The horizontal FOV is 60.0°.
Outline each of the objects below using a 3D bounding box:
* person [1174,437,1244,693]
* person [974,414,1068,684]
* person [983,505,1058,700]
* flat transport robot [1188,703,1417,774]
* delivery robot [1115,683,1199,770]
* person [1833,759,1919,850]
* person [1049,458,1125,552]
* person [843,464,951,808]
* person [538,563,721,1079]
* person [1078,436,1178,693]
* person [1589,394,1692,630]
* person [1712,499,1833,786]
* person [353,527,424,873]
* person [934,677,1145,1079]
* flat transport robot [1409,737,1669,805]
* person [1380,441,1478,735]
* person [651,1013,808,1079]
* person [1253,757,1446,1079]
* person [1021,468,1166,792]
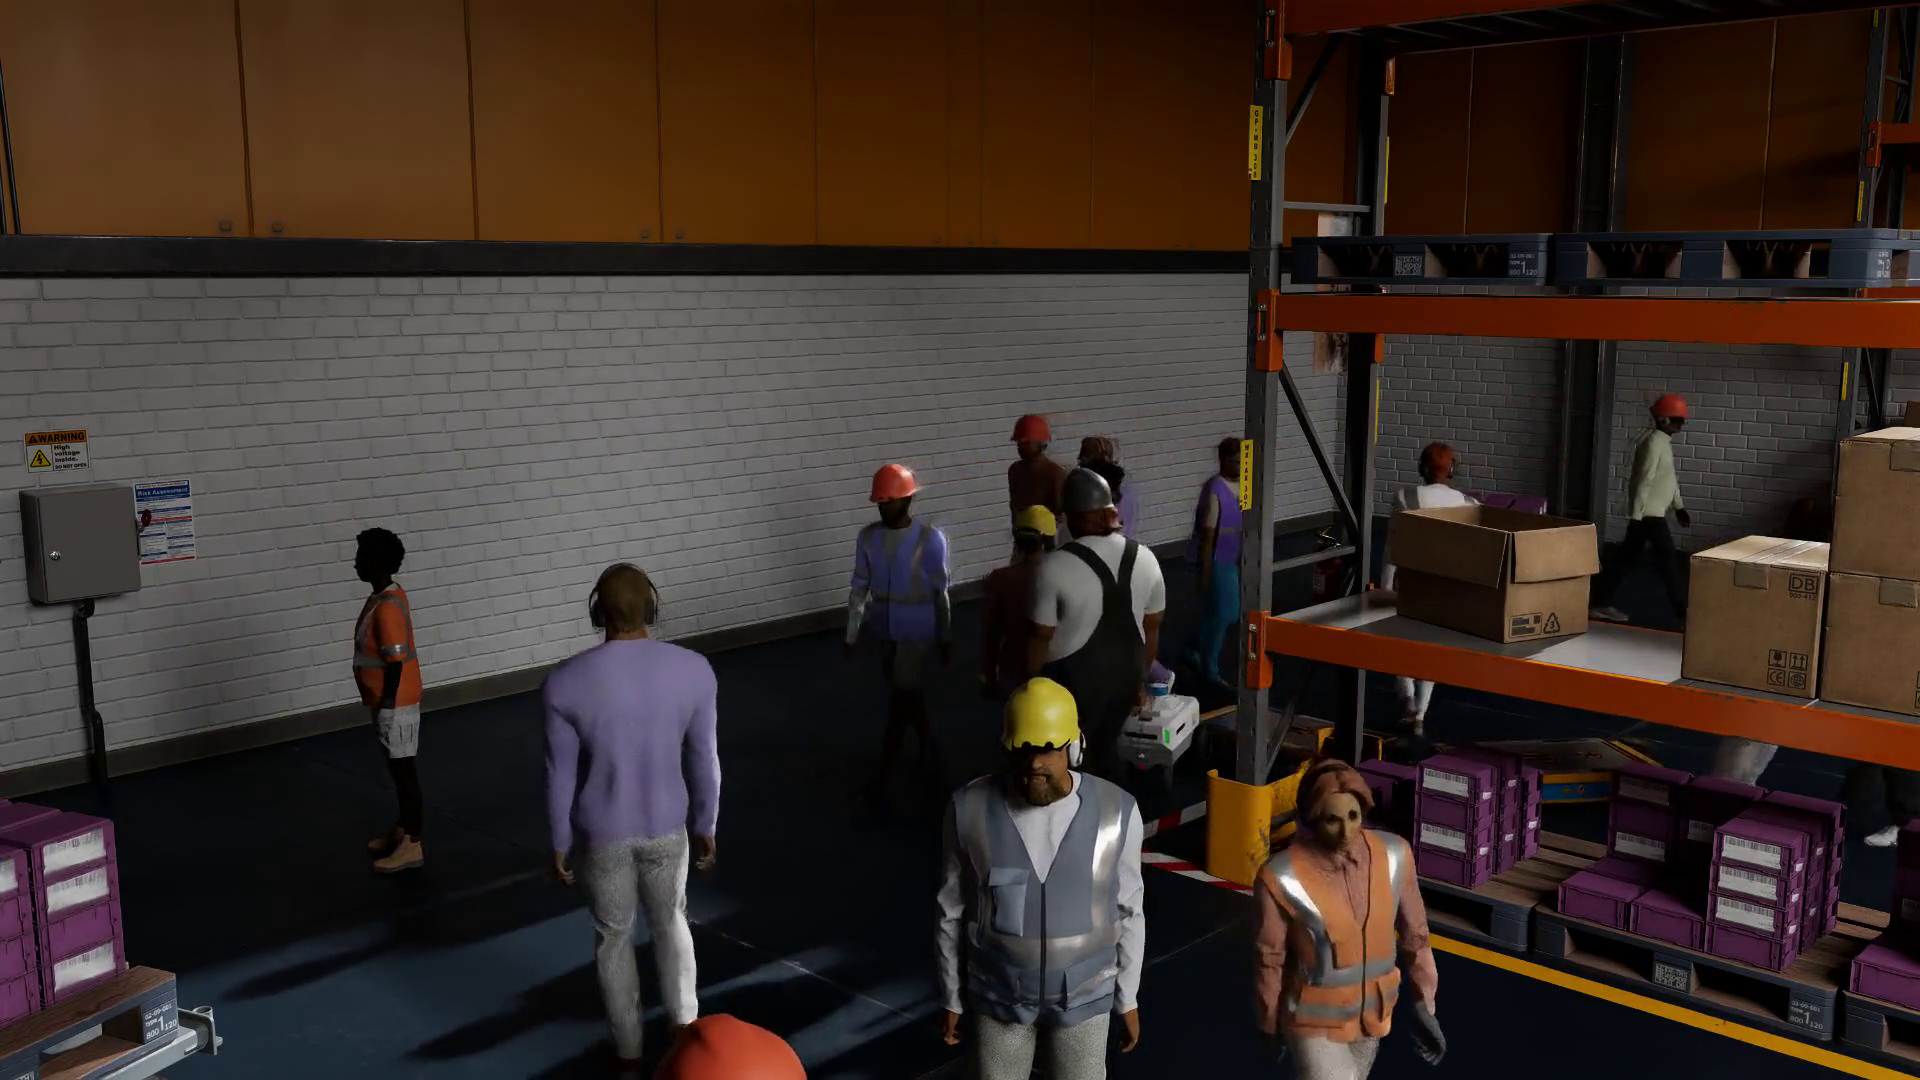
[{"bbox_3d":[1.759,0.172,11.568,0.560,1.807,0.581,5,11,28],"label":"person"},{"bbox_3d":[0.576,0.053,11.915,1.072,1.939,0.644,-9,13,-43],"label":"person"},{"bbox_3d":[0.431,0.686,8.663,0.546,1.736,0.807,6,11,33],"label":"person"},{"bbox_3d":[1.922,1.209,9.909,0.652,0.197,1.431,-9,13,-43],"label":"flat transport robot"},{"bbox_3d":[1.143,1.070,9.606,0.477,0.478,0.707,4,10,22],"label":"delivery robot"},{"bbox_3d":[4.526,0.670,8.320,0.954,1.867,0.635,-2,9,-11],"label":"person"},{"bbox_3d":[0.712,0.534,8.892,0.365,1.957,0.606,-6,11,-32],"label":"person"},{"bbox_3d":[-0.359,0.506,9.311,0.567,1.881,1.009,5,11,30],"label":"person"},{"bbox_3d":[-1.158,1.039,5.923,0.629,1.924,0.539,-4,10,-22],"label":"person"},{"bbox_3d":[0.984,0.253,10.860,0.820,1.883,0.649,-2,10,-15],"label":"person"},{"bbox_3d":[5.737,-0.239,13.715,1.022,1.940,0.616,4,10,24],"label":"person"},{"bbox_3d":[4.170,0.667,8.610,0.582,1.791,0.657,2,9,12],"label":"person"},{"bbox_3d":[-2.812,0.778,8.190,0.320,1.698,0.531,-3,10,-20],"label":"person"},{"bbox_3d":[0.226,1.277,4.723,0.599,1.830,0.404,0,9,2],"label":"person"},{"bbox_3d":[3.311,1.305,9.324,1.431,0.197,0.652,-1,9,-7],"label":"flat transport robot"},{"bbox_3d":[2.956,0.309,10.552,0.624,1.859,0.441,0,9,0],"label":"person"},{"bbox_3d":[-0.283,1.611,2.378,0.374,1.929,0.542,9,13,43],"label":"person"},{"bbox_3d":[1.059,1.371,4.866,0.519,1.592,0.866,-4,10,-23],"label":"person"},{"bbox_3d":[0.576,0.651,7.919,0.693,2.000,0.537,-6,11,-31],"label":"person"}]
